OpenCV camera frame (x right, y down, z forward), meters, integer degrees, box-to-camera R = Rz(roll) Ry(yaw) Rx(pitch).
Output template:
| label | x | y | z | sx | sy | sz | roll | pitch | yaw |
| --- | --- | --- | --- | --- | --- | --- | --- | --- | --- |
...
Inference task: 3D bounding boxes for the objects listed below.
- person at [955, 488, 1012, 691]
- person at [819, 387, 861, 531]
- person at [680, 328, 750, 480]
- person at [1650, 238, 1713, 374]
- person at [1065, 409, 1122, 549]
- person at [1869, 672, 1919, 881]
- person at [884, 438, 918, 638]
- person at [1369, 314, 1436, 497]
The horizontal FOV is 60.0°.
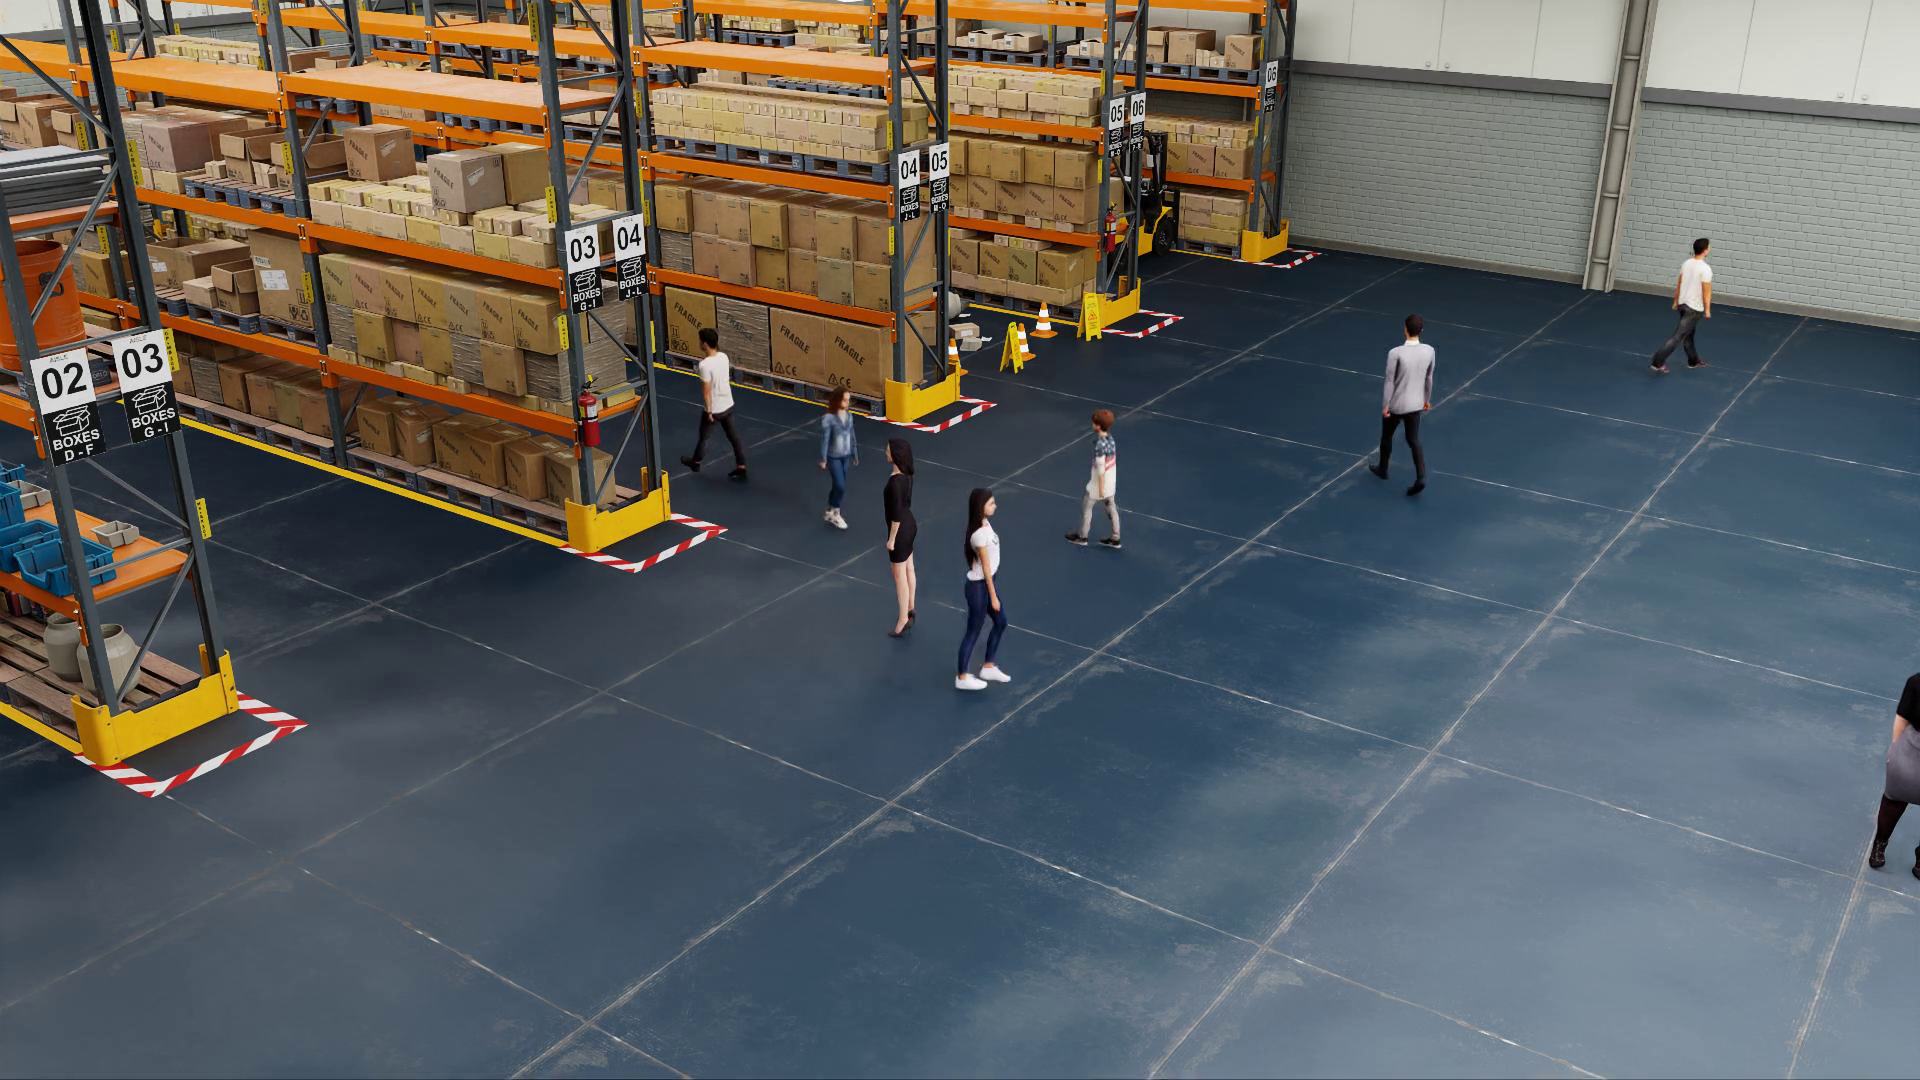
| label | x | y | z | sx | sy | sz | roll | pitch | yaw |
| --- | --- | --- | --- | --- | --- | --- | --- | --- | --- |
| person | 0.071 | 0.419 | 13.544 | 0.807 | 1.758 | 0.746 | 4 | 23 | 9 |
| person | -1.298 | -0.862 | 16.929 | 0.591 | 1.466 | 0.594 | 20 | 30 | 38 |
| person | -2.557 | -1.444 | 18.025 | 1.055 | 1.680 | 0.657 | 15 | 27 | 31 |
| person | 9.394 | -2.997 | 21.578 | 1.176 | 1.759 | 1.179 | -7 | 24 | -16 |
| person | 1.462 | -0.577 | 16.322 | 0.777 | 1.417 | 0.536 | 14 | 27 | 30 |
| person | 6.479 | 1.449 | 11.121 | 0.568 | 1.760 | 0.737 | 13 | 26 | 28 |
| person | -0.513 | -0.033 | 14.545 | 0.597 | 1.806 | 0.644 | 6 | 24 | 14 |
| person | 4.789 | -1.438 | 17.684 | 1.223 | 1.936 | 1.323 | -6 | 24 | -14 |
